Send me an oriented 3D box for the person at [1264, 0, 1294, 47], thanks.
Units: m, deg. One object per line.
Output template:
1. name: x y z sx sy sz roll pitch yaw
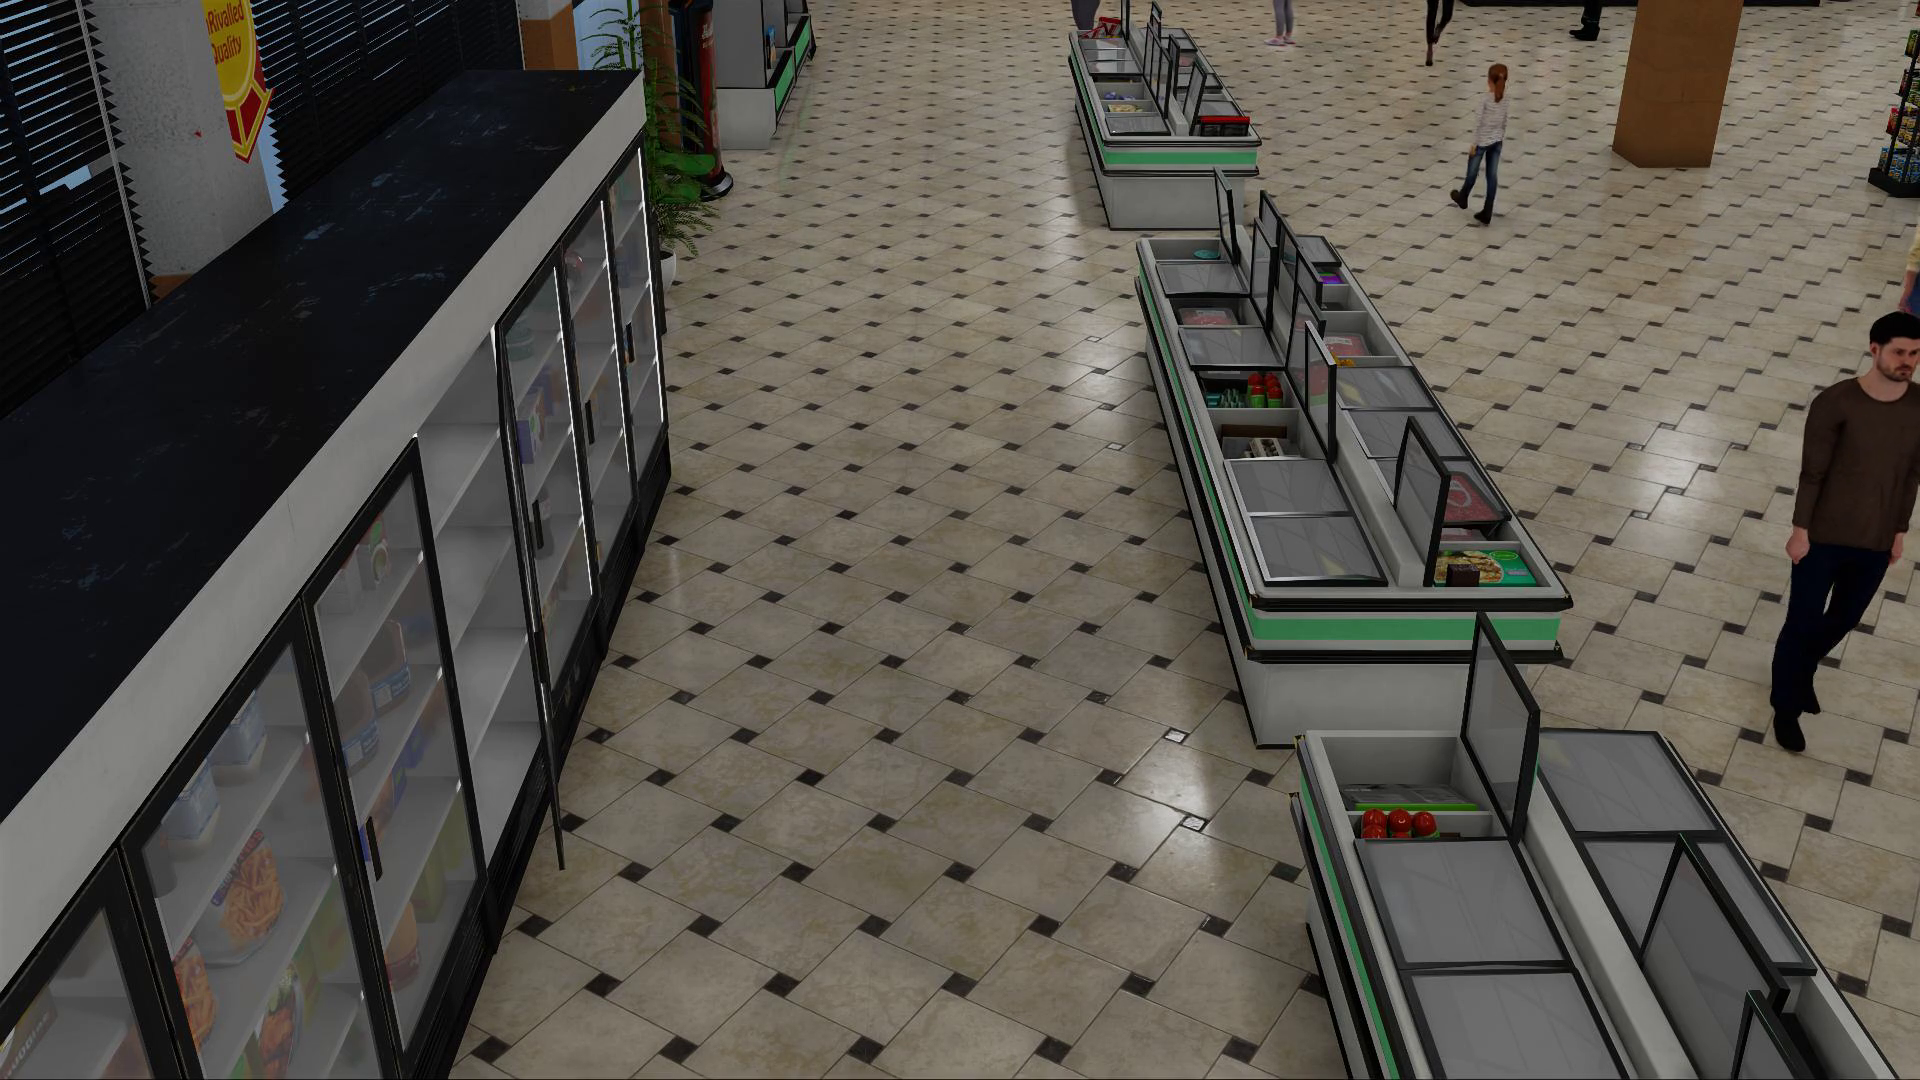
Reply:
1. person: 4.143 -7.167 21.255 0.715 1.604 0.640 21 33 35

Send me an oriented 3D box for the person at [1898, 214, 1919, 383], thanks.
1. person: 5.920 -1.460 10.007 0.933 1.599 1.214 11 29 20

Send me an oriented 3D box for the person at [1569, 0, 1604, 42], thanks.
1. person: 8.247 -7.418 21.491 0.764 1.838 0.579 3 27 7

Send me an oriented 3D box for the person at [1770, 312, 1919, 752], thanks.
1. person: 3.684 -0.072 6.933 0.653 1.905 0.829 -1 27 -1

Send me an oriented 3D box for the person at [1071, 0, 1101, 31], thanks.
1. person: 1.465 -6.219 19.218 0.727 1.756 0.561 2 27 3

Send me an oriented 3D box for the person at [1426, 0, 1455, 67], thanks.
1. person: 5.787 -6.669 20.036 0.712 1.820 0.939 5 27 10

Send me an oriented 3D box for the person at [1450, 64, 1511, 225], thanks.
1. person: 4.470 -3.309 13.990 0.585 1.295 0.902 -4 27 -9
